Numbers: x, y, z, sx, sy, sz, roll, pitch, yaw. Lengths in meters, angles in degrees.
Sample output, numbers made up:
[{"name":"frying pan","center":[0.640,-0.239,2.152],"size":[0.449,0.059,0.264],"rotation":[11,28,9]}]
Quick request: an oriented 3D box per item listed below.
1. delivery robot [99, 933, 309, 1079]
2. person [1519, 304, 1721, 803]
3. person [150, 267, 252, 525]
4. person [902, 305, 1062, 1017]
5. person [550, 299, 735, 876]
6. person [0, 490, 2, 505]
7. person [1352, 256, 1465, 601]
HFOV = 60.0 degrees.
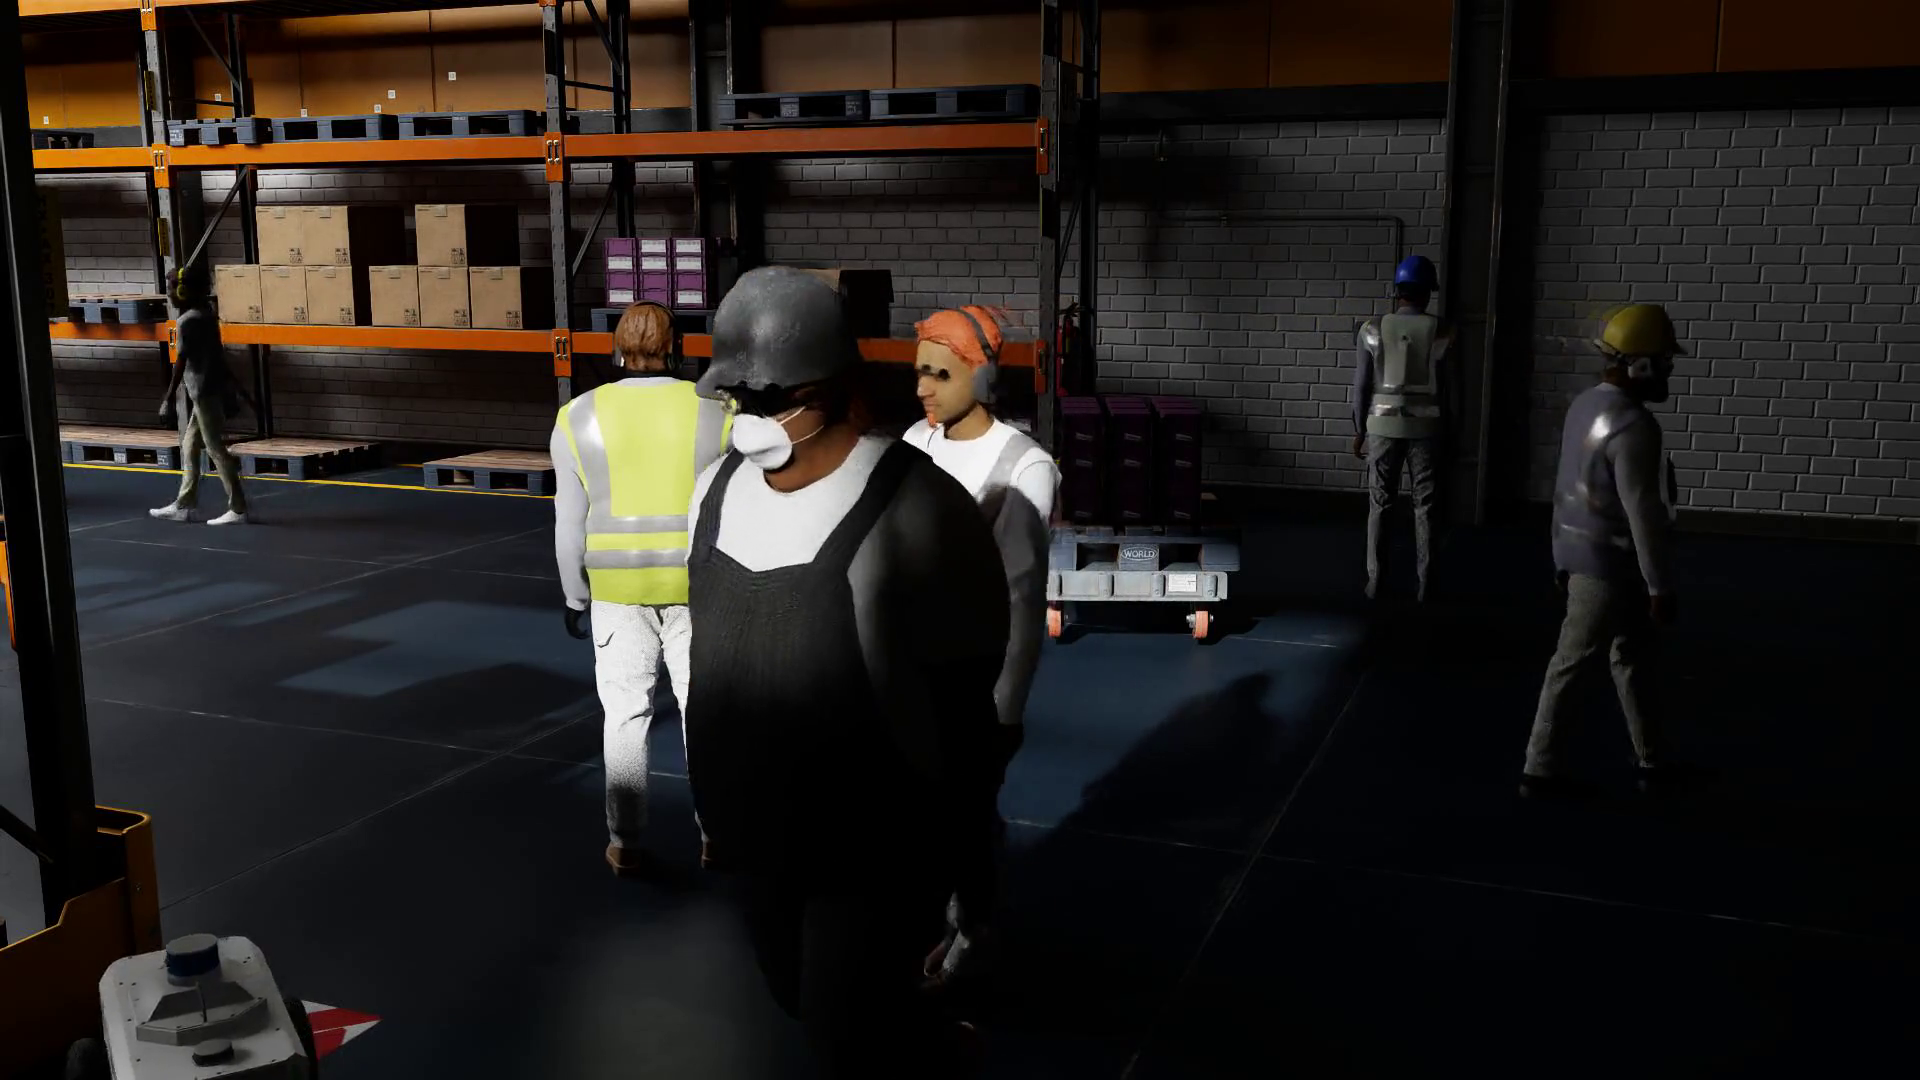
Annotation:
[{"name":"delivery robot","center":[-1.608,1.080,3.524],"size":[0.477,0.478,0.707],"rotation":[-6,12,-30]},{"name":"person","center":[2.431,0.076,5.905],"size":[0.847,1.794,0.614],"rotation":[1,10,6]},{"name":"person","center":[-5.493,-1.000,11.792],"size":[0.834,1.837,0.505],"rotation":[-1,10,-7]},{"name":"person","center":[-0.001,0.342,4.226],"size":[0.404,1.868,0.606],"rotation":[-8,13,-37]},{"name":"person","center":[-0.966,0.161,5.318],"size":[0.621,1.845,0.429],"rotation":[-2,10,-9]},{"name":"person","center":[-7.536,-1.087,12.831],"size":[0.308,1.639,0.523],"rotation":[-2,10,-9]},{"name":"person","center":[2.531,-0.624,9.409],"size":[0.614,1.939,0.406],"rotation":[4,11,19]}]
